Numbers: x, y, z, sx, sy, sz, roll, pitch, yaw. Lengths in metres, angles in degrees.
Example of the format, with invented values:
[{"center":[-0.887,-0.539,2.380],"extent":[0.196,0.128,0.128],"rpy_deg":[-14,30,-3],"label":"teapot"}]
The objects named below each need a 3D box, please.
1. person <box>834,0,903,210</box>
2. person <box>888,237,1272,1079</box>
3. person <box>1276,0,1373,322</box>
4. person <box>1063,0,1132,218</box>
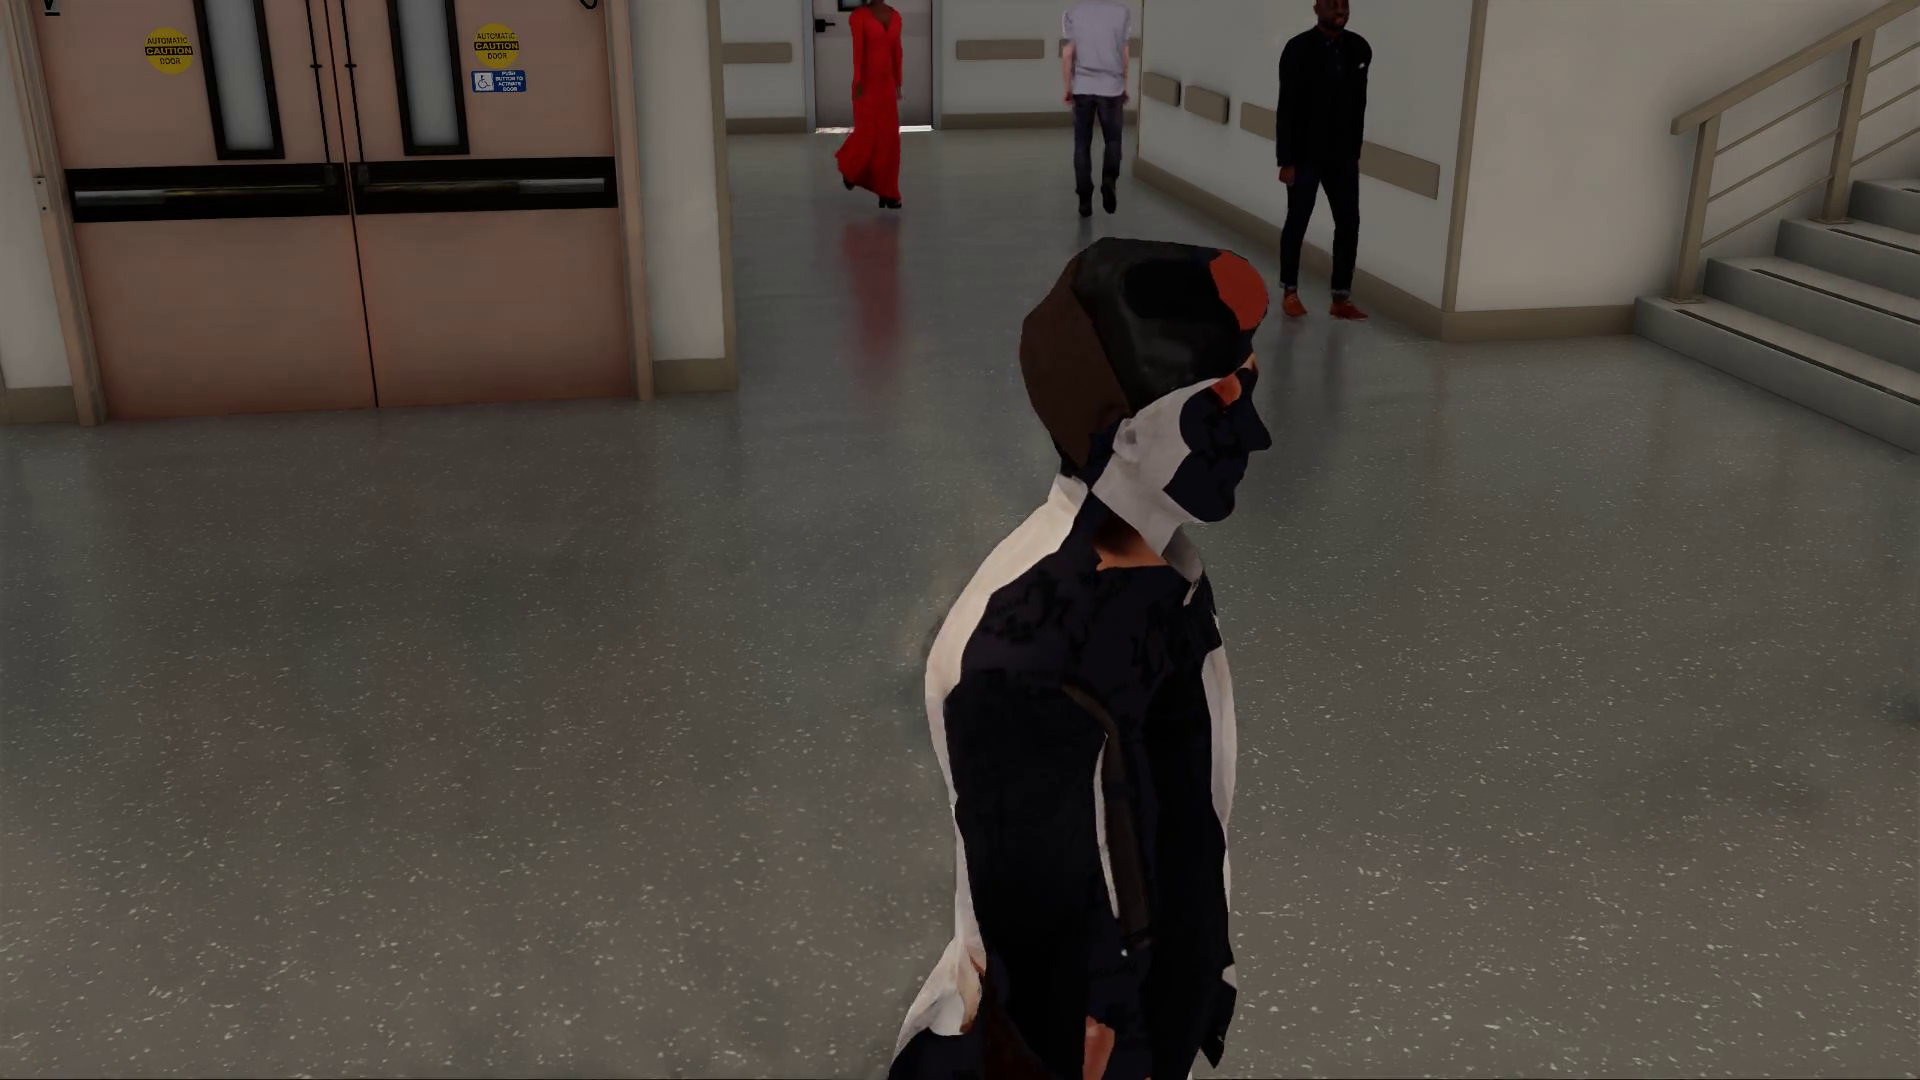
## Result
[{"center":[-0.691,-3.414,12.654],"extent":[0.932,1.763,0.887],"rpy_deg":[-14,25,-33],"label":"person"},{"center":[0.051,0.590,1.926],"extent":[1.104,1.874,0.965],"rpy_deg":[7,22,19],"label":"person"},{"center":[1.952,-2.120,9.190],"extent":[0.864,1.797,0.836],"rpy_deg":[-5,21,-14],"label":"person"},{"center":[1.005,-3.268,12.188],"extent":[0.878,1.819,0.842],"rpy_deg":[1,21,2],"label":"person"}]
